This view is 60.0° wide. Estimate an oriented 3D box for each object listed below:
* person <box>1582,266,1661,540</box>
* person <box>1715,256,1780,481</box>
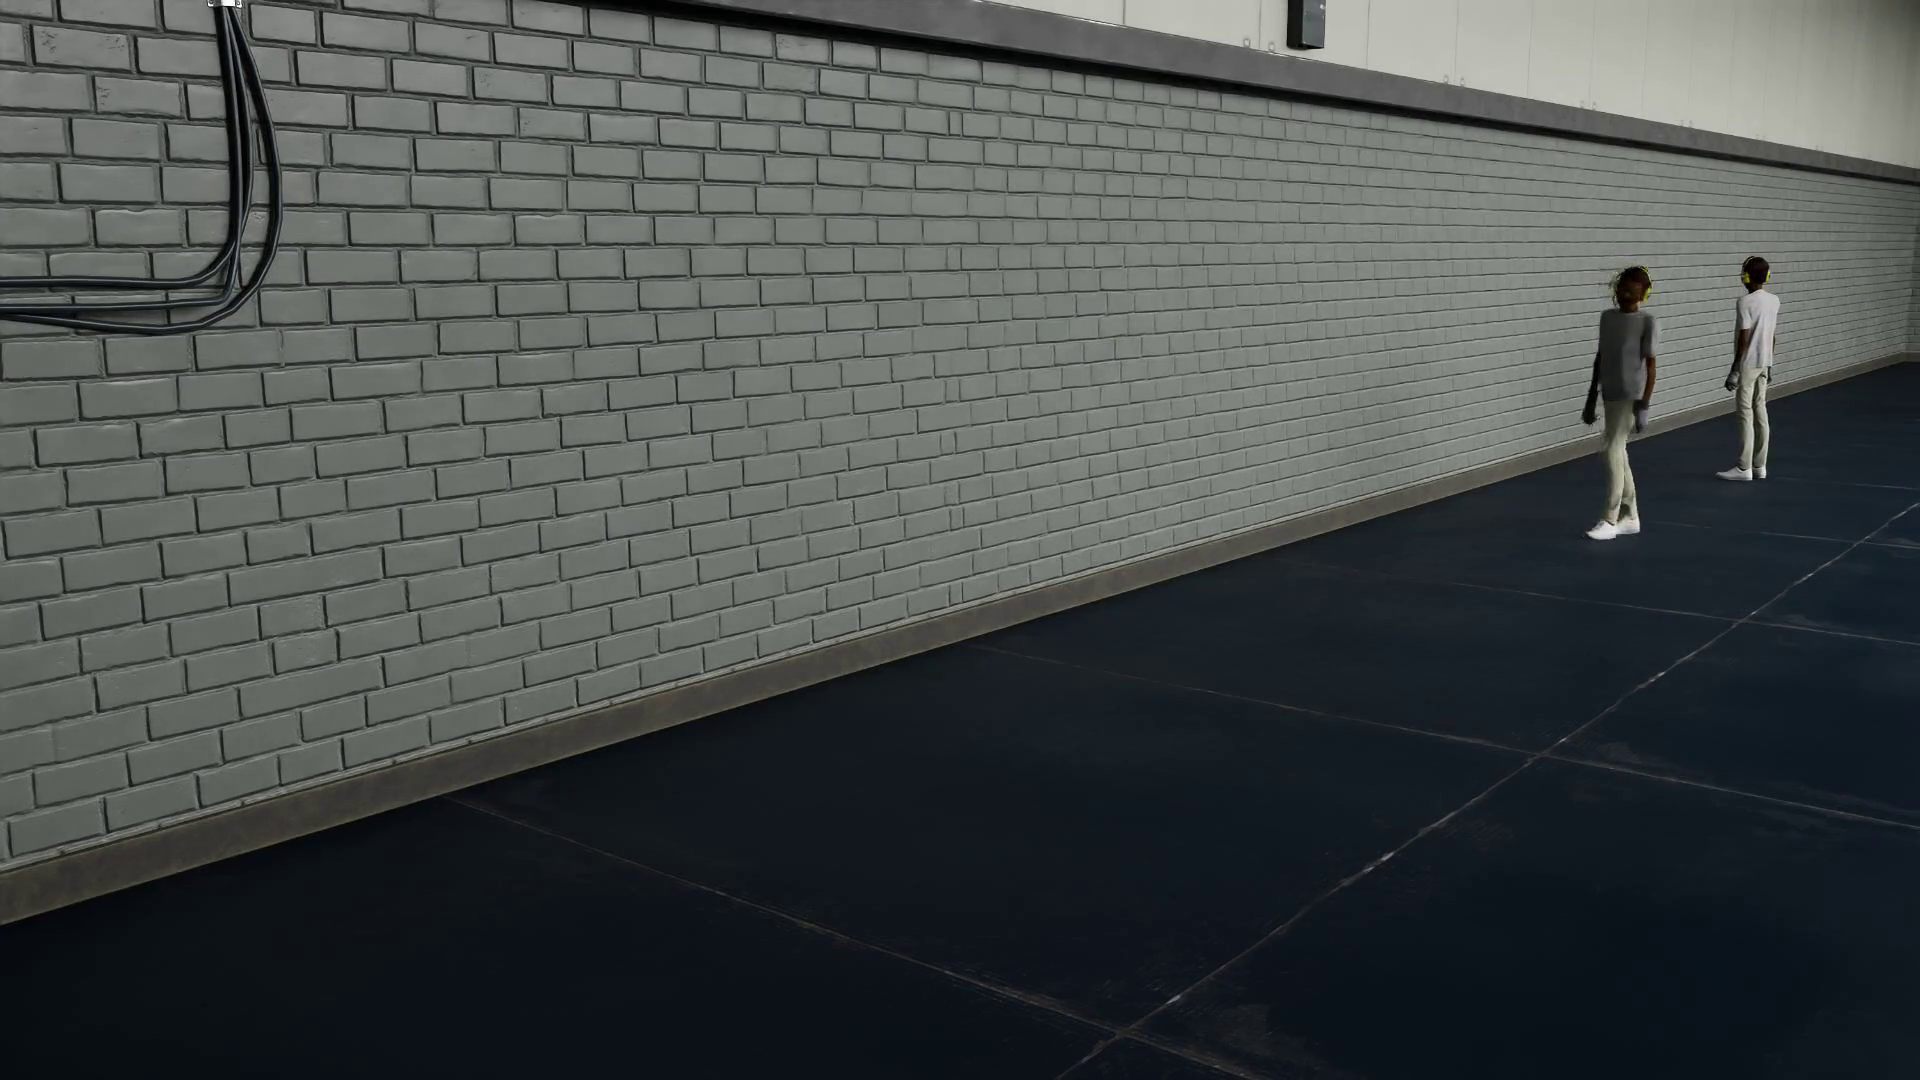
[{"bbox_3d":[4.458,-0.929,11.278,0.487,1.844,0.523,-3,11,-18],"label":"person"},{"bbox_3d":[6.623,-1.434,13.952,0.513,1.865,0.329,-6,12,-30],"label":"person"}]
